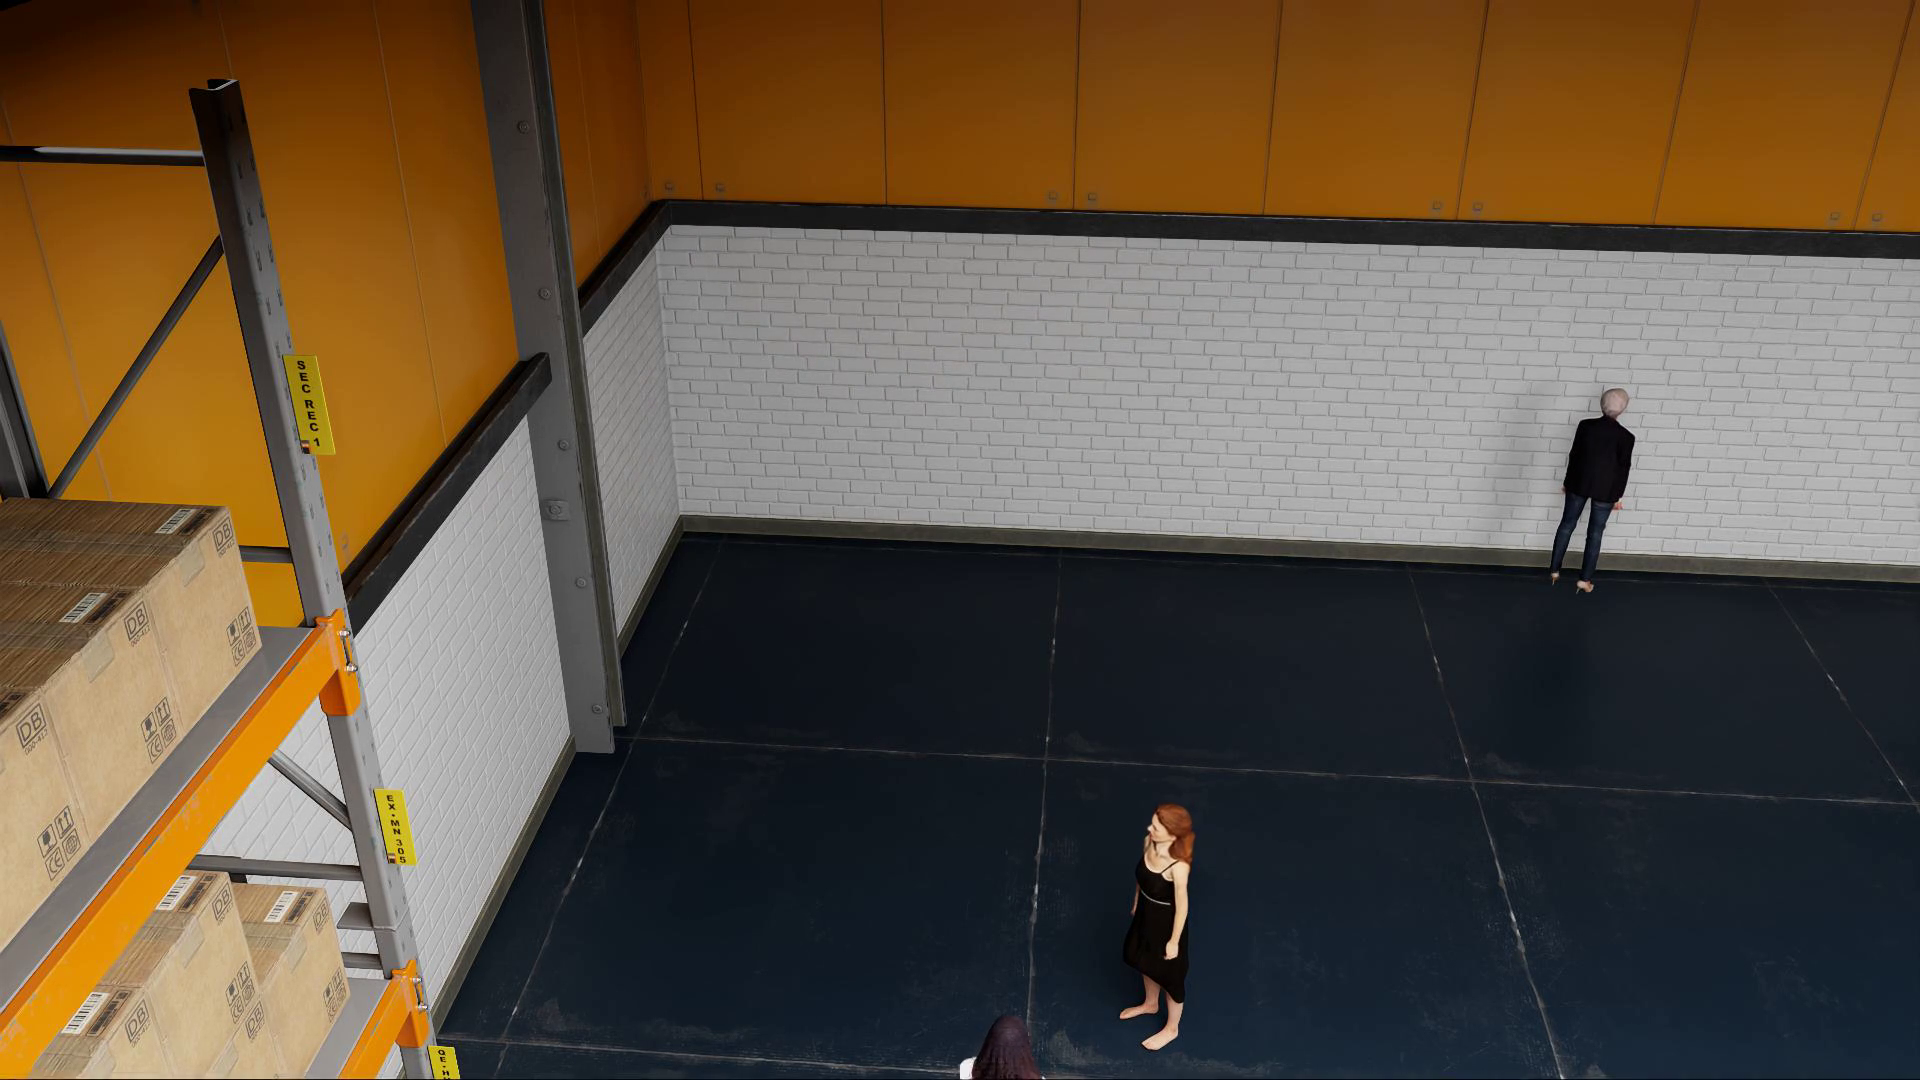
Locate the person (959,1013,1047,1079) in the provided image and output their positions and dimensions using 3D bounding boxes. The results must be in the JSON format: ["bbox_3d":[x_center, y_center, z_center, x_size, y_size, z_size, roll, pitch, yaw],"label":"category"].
[{"bbox_3d":[0.171,2.938,7.709,0.776,1.634,1.153,8,30,15],"label":"person"}]

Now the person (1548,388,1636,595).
[{"bbox_3d":[4.982,-0.407,13.223,0.838,1.784,0.778,22,36,35],"label":"person"}]

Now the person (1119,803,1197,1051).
[{"bbox_3d":[1.126,2.118,9.220,0.735,1.625,0.645,-12,31,-21],"label":"person"}]
